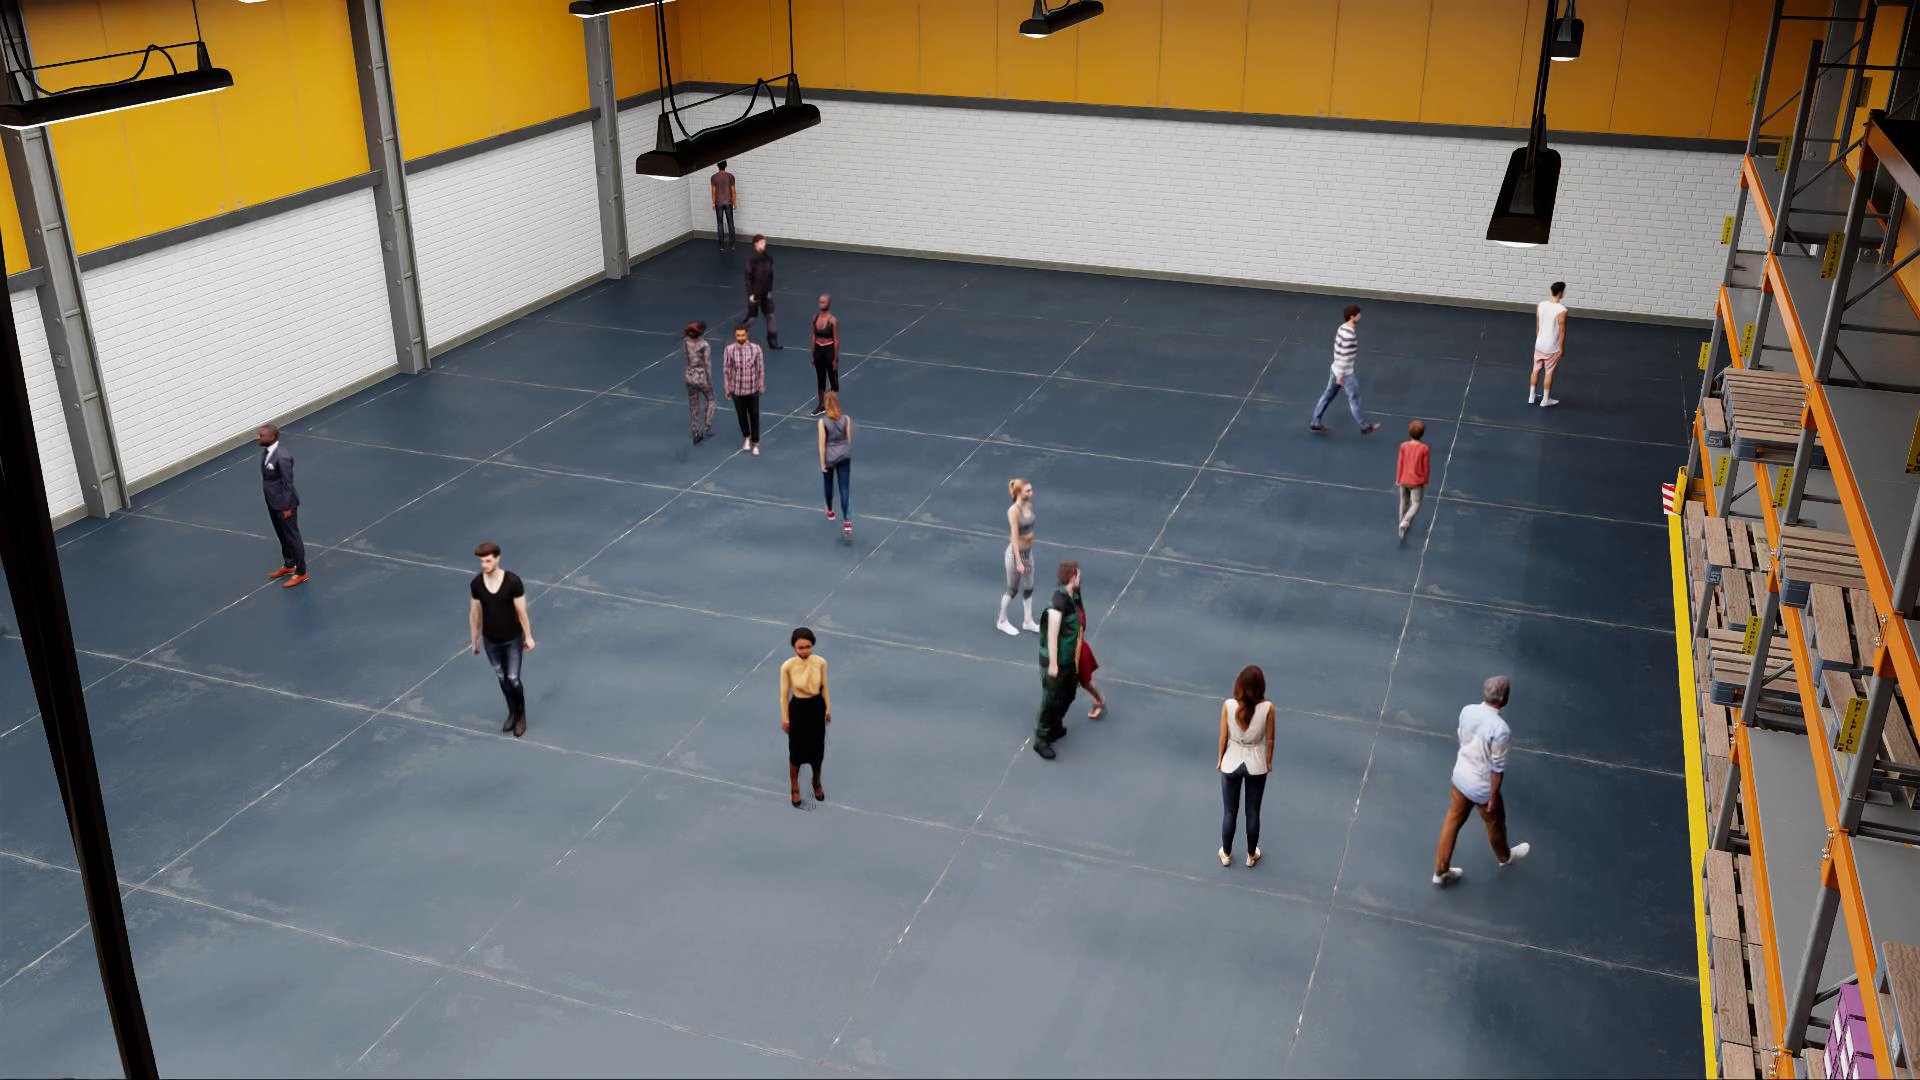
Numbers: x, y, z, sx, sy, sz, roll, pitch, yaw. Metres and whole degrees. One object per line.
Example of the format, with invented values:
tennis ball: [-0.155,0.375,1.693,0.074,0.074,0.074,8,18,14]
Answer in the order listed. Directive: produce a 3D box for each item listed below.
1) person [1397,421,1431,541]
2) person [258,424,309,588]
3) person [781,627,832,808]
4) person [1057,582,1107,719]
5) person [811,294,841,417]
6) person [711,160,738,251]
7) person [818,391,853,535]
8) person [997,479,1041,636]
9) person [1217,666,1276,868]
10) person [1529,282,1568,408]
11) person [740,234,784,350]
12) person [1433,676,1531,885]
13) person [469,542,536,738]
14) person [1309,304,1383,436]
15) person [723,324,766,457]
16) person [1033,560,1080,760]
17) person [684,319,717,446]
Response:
person: [5.246,-0.684,19.346,0.635,1.404,0.851,15,28,30]
person: [-7.427,-0.414,18.205,0.778,1.824,0.785,-20,31,-38]
person: [-1.298,1.490,14.060,0.672,1.654,0.723,-9,25,-20]
person: [1.092,1.034,15.271,1.127,1.518,0.887,-20,30,-38]
person: [-1.858,-2.587,23.257,0.602,1.757,0.568,12,26,25]
person: [-4.575,-6.524,32.238,0.716,1.778,0.727,-5,24,-12]
person: [-1.417,-0.874,19.434,1.002,1.681,1.211,-6,24,-13]
person: [0.572,0.163,17.036,0.715,1.702,0.703,14,27,28]
person: [2.257,1.801,13.186,0.620,1.785,0.580,4,24,8]
person: [8.379,-2.793,23.701,0.765,1.781,0.735,-15,28,-31]
person: [-3.213,-3.900,26.202,1.201,1.805,1.125,-19,30,-37]
person: [3.965,1.909,12.936,1.204,1.786,1.120,-12,26,-26]
person: [-4.151,0.854,15.229,0.770,1.884,0.739,2,24,5]
person: [5.067,-2.260,22.458,0.994,1.800,1.192,1,24,1]
person: [-2.842,-2.023,21.990,0.928,1.740,1.098,-2,24,-4]
person: [0.859,1.052,14.862,0.795,1.815,0.548,13,27,27]
person: [-3.534,-2.091,22.195,0.583,1.699,0.644,7,25,15]
